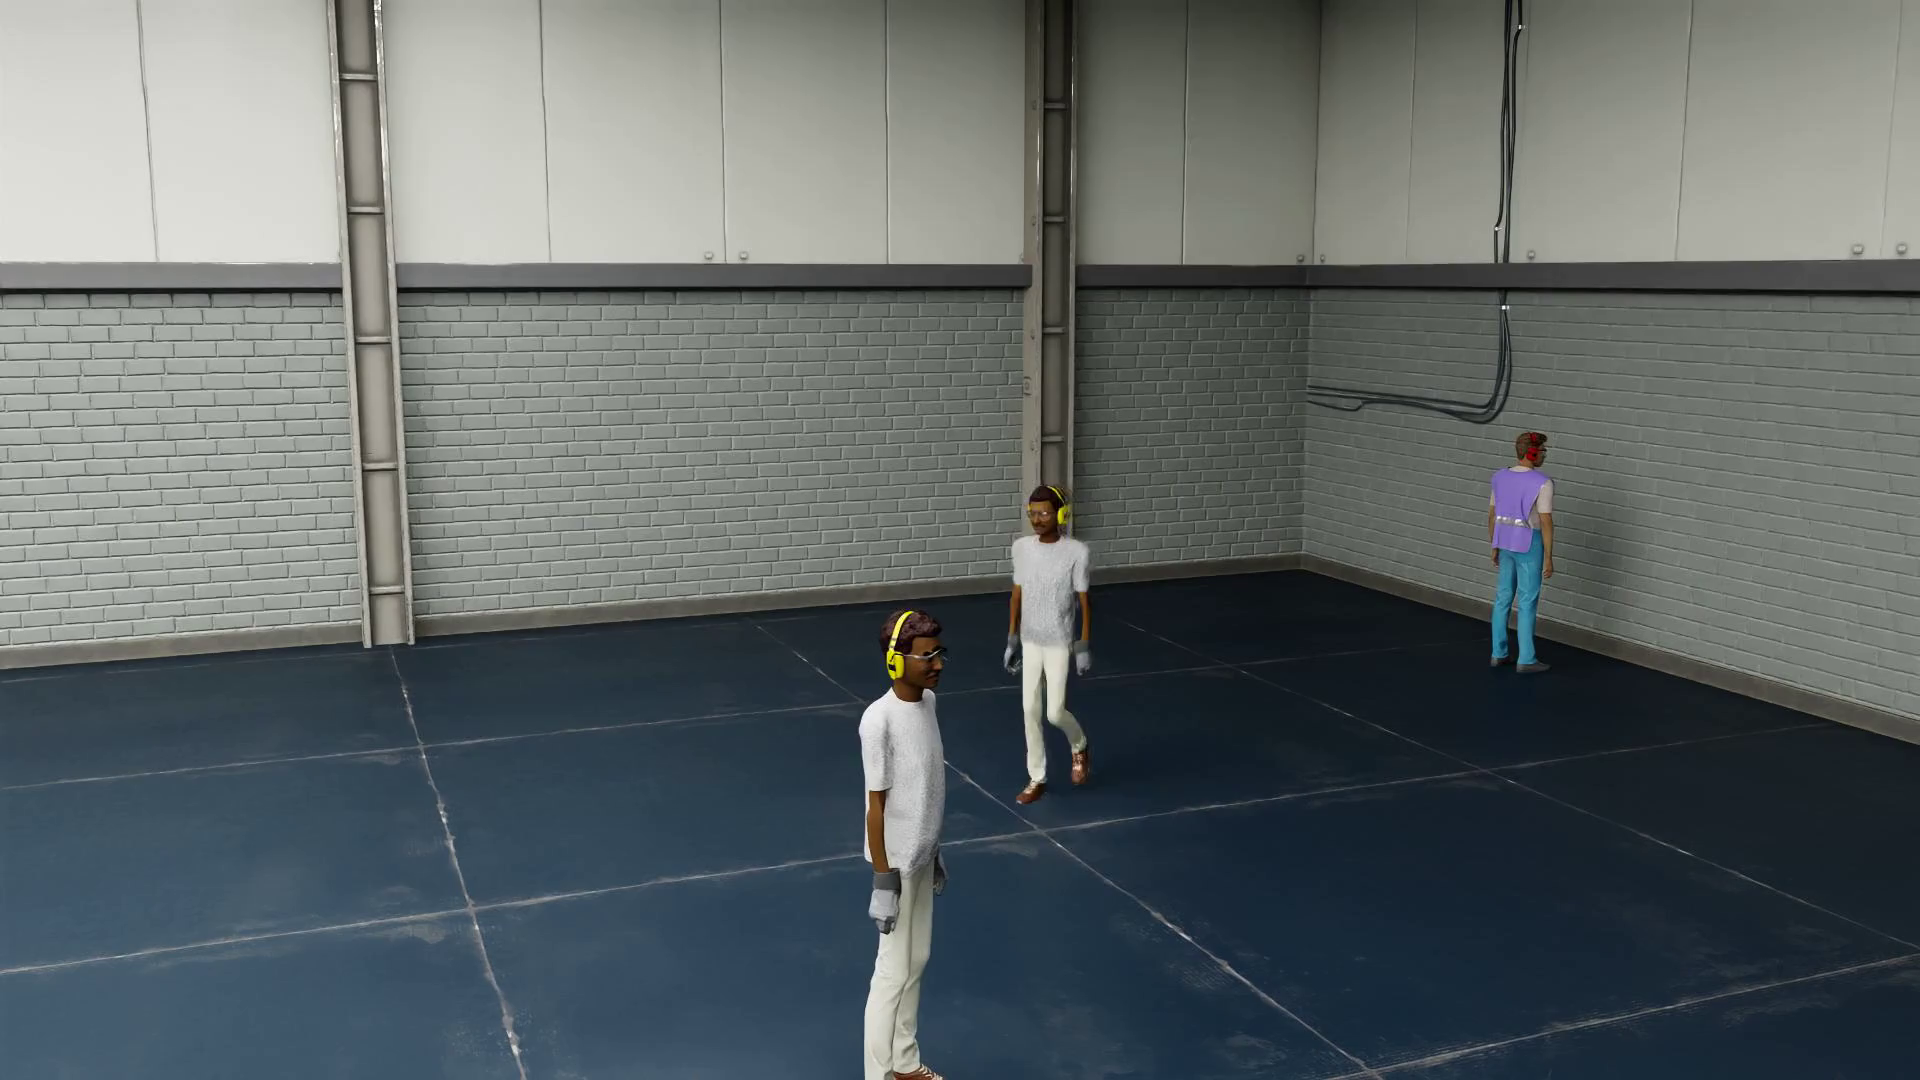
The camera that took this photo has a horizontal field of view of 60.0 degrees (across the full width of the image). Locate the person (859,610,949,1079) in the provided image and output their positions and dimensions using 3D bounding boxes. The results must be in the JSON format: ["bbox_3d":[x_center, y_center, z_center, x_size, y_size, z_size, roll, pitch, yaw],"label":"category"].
[{"bbox_3d":[-0.174,1.163,5.954,0.313,1.869,0.538,3,10,21],"label":"person"}]

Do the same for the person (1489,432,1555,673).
[{"bbox_3d":[4.291,0.093,12.748,0.374,1.841,0.574,-5,10,-30],"label":"person"}]

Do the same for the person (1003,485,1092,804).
[{"bbox_3d":[0.523,0.589,9.620,0.519,1.856,0.489,6,11,32],"label":"person"}]
